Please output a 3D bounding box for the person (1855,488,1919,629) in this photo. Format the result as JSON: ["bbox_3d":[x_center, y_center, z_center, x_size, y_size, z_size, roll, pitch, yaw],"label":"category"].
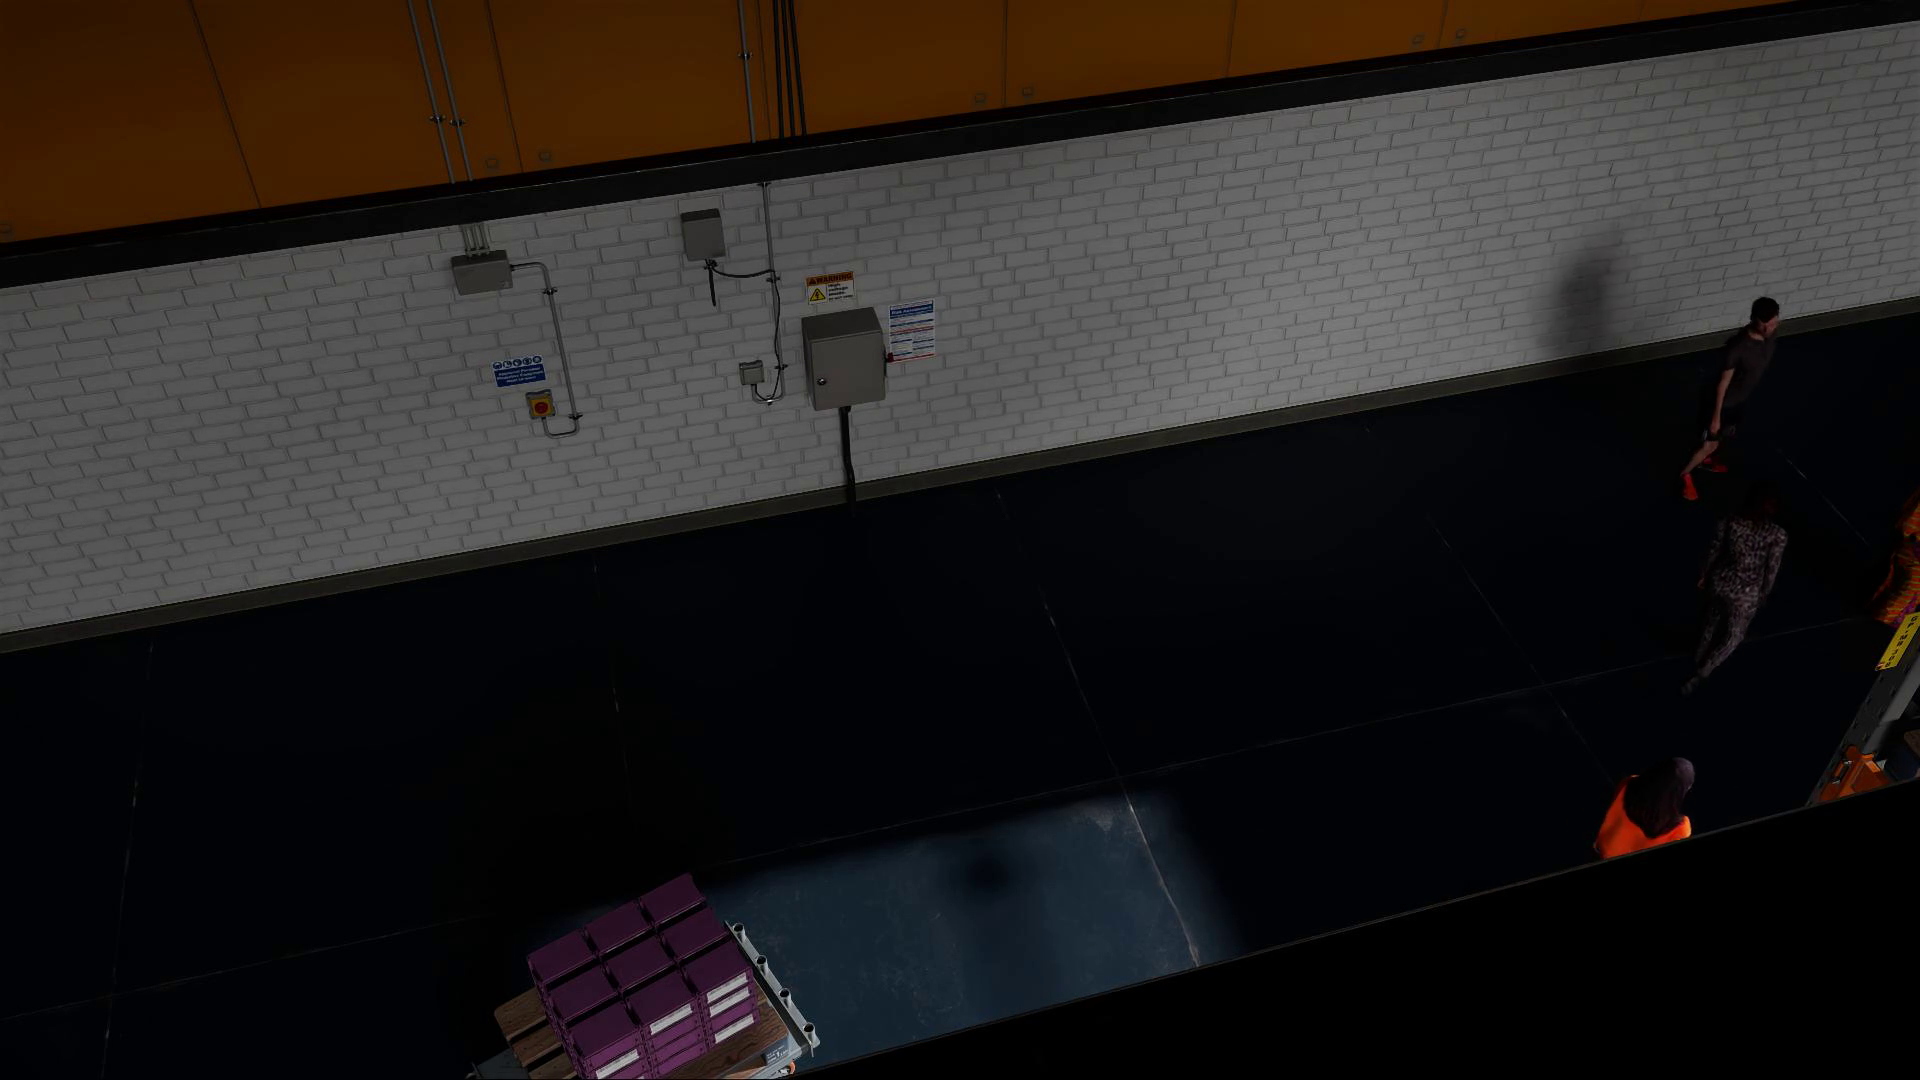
[{"bbox_3d":[6.399,-0.087,10.979,0.912,1.654,0.846,14,45,14],"label":"person"}]

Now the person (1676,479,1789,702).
[{"bbox_3d":[4.865,0.333,10.508,1.044,1.695,0.965,34,53,30],"label":"person"}]

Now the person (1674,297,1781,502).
[{"bbox_3d":[5.453,-1.039,11.859,0.819,1.818,0.917,30,51,28],"label":"person"}]

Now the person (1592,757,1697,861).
[{"bbox_3d":[3.544,1.788,8.956,0.824,1.729,1.012,-21,47,-20],"label":"person"}]
